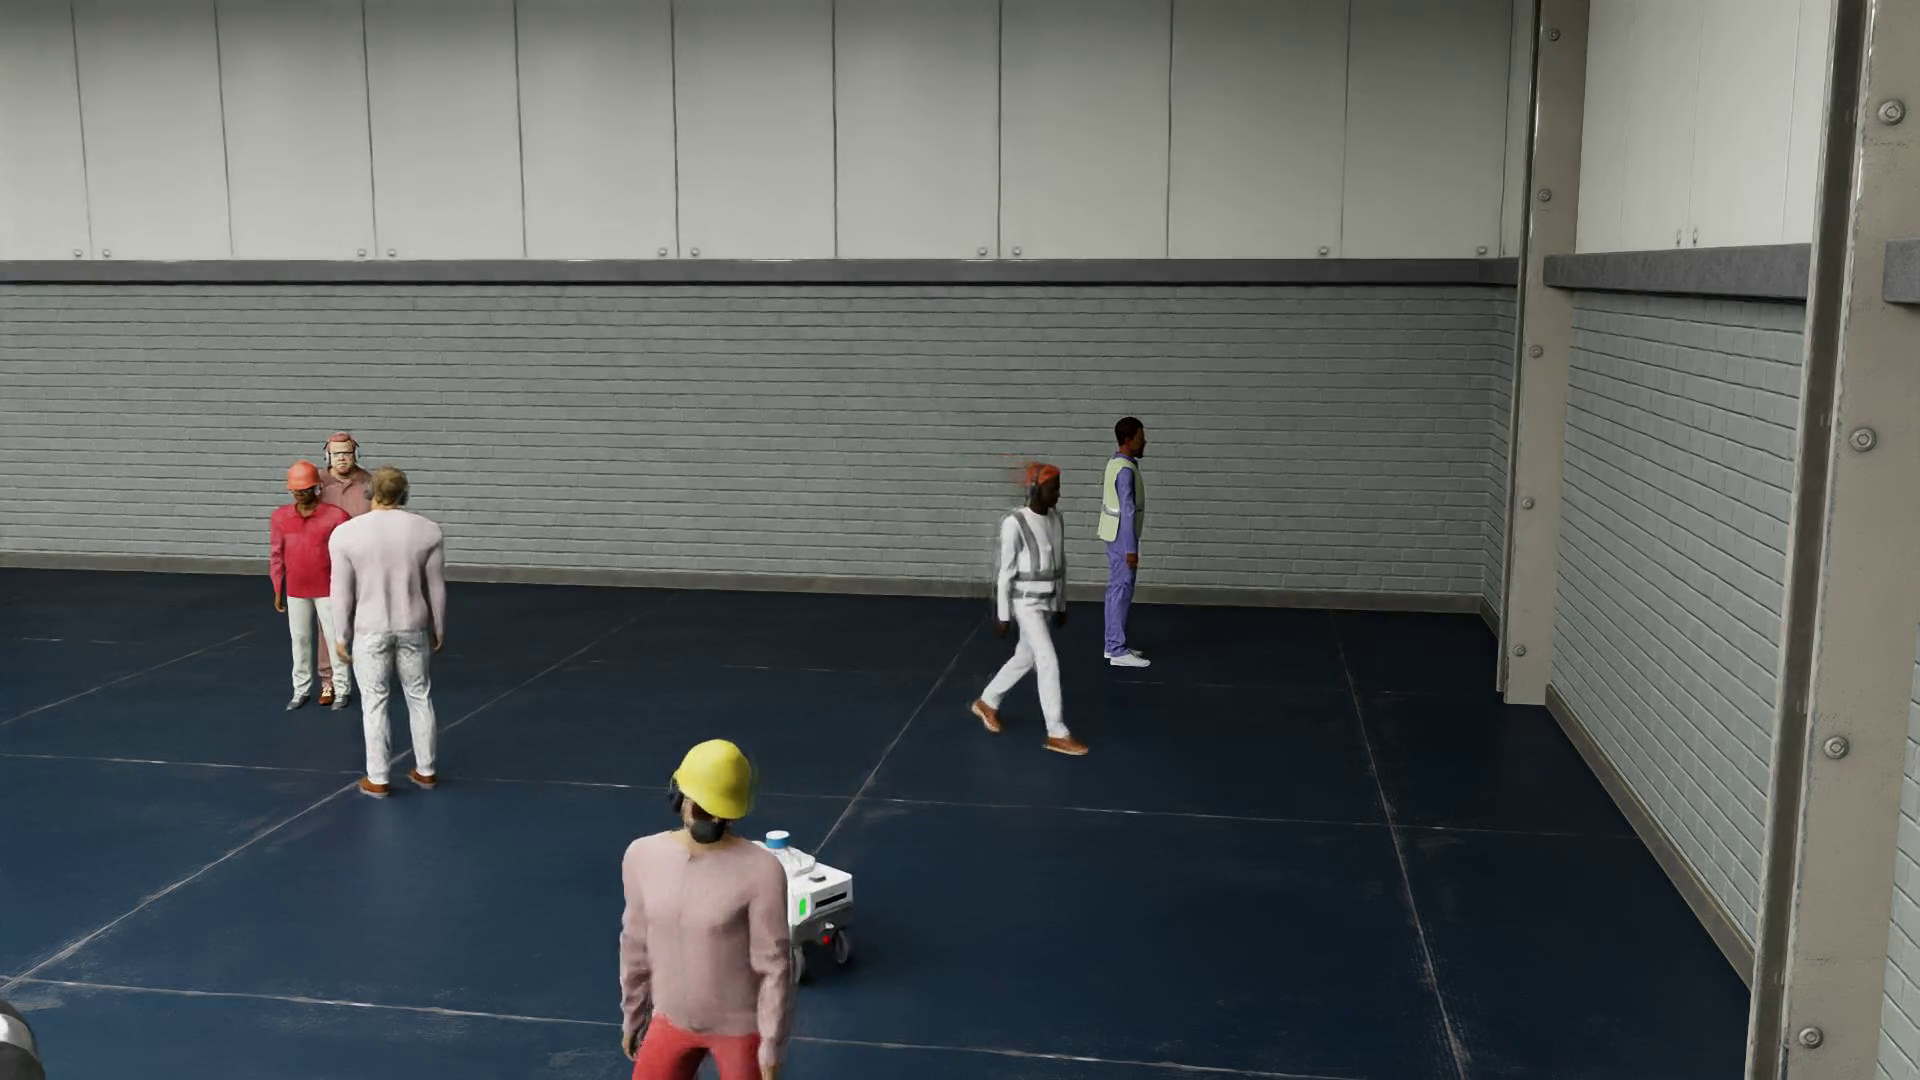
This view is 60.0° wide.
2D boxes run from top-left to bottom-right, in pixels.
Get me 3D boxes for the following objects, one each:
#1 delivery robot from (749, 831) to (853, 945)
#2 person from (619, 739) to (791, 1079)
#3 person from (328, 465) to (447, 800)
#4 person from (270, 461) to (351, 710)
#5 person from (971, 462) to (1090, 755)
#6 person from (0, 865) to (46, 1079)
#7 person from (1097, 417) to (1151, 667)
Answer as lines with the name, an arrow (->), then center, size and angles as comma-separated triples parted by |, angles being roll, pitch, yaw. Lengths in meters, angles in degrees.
delivery robot -> -0.801, 1.529, 7.345 | 0.707, 0.478, 0.477 | 9, 13, 43
person -> -0.782, 1.426, 4.713 | 0.576, 1.714, 0.715 | 3, 10, 16
person -> -3.286, 0.531, 9.587 | 0.645, 1.925, 0.415 | -5, 10, -28
person -> -4.466, 0.318, 11.456 | 0.569, 1.743, 0.352 | 0, 9, 0
person -> 0.430, 0.403, 10.649 | 0.953, 1.846, 0.582 | 7, 11, 36
person -> -1.942, 1.508, 3.192 | 0.606, 2.044, 0.374 | 8, 12, 39
person -> 1.261, 0.008, 12.823 | 0.392, 1.919, 0.591 | -1, 9, -3
